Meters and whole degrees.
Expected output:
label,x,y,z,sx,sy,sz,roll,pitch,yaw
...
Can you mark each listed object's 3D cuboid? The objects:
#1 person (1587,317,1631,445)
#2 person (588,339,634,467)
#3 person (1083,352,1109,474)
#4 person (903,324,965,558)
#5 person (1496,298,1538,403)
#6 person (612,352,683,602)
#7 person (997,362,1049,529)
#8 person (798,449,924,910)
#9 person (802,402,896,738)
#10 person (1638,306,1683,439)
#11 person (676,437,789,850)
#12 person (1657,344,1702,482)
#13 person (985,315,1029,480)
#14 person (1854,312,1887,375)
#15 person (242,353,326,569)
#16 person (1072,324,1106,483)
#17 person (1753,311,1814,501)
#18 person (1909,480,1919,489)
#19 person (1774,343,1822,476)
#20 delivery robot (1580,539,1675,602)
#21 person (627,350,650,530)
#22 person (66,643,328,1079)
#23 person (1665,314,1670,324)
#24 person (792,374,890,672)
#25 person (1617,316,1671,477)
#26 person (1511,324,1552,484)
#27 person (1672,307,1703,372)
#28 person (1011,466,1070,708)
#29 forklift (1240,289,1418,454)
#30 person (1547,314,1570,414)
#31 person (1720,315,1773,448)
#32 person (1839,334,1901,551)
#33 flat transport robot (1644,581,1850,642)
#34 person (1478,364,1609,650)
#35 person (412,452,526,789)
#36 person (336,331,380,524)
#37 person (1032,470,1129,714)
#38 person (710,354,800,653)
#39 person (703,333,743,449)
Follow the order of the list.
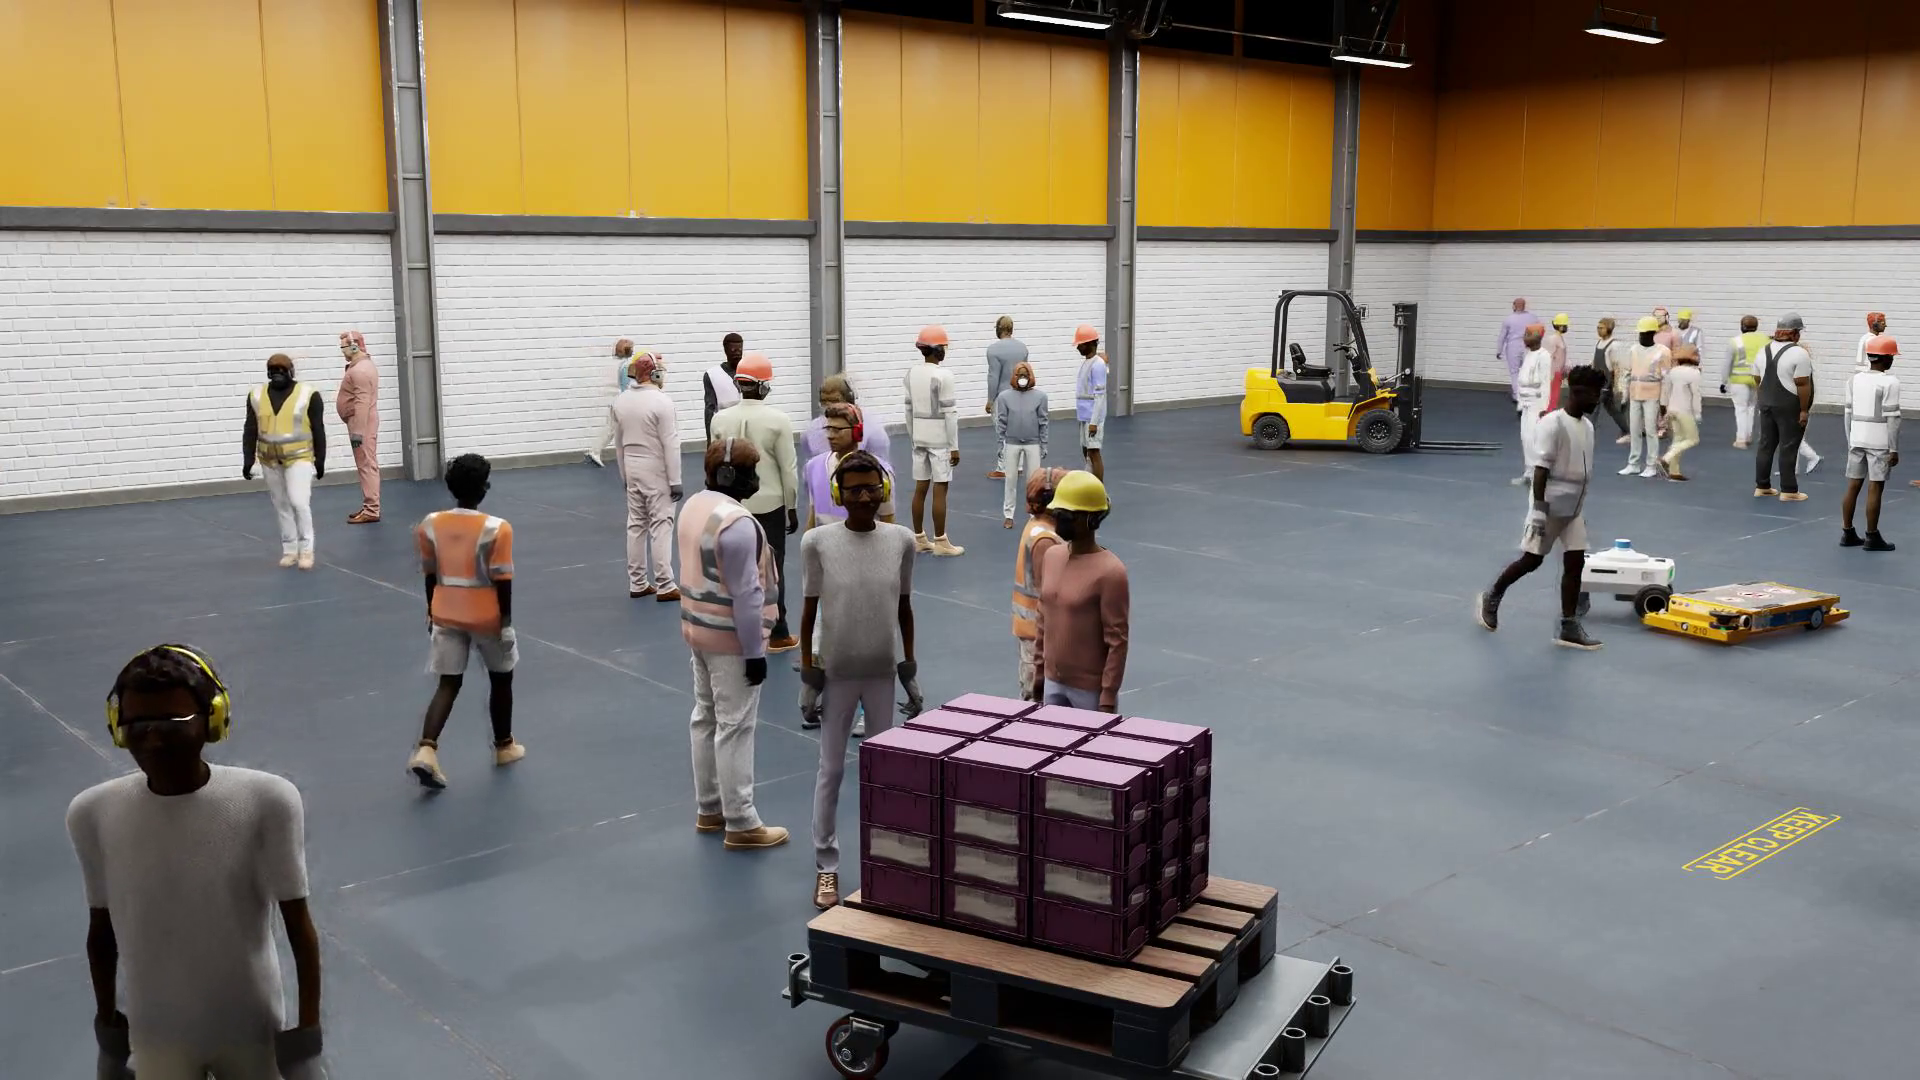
label,x,y,z,sx,sy,sz,roll,pitch,yaw
person,9.031,-2.205,23.172,0.963,1.804,0.518,0,10,-1
person,-4.285,-1.706,20.801,0.780,1.610,0.523,-6,11,-31
person,1.429,-1.156,17.498,0.268,1.630,0.507,1,10,3
person,-0.228,-0.867,14.596,0.364,2.048,0.608,-9,13,-43
person,10.016,-3.421,30.055,0.679,1.864,0.930,-1,10,-5
person,-2.347,-0.482,12.753,0.636,1.911,0.405,8,12,37
person,0.605,-0.911,16.087,0.502,1.627,0.277,1,10,3
person,-0.403,0.559,6.762,0.519,1.874,0.327,-3,10,-17
person,-0.596,0.157,9.190,0.564,1.846,0.393,6,11,32
person,10.055,-2.415,24.057,0.409,1.911,0.651,-9,13,-43
person,-1.028,0.456,7.464,0.430,1.841,0.624,-6,11,-30
person,8.367,-1.467,19.341,0.435,1.614,0.538,-2,10,-11
person,0.540,-1.677,19.654,0.629,1.940,0.379,-9,13,-43
person,12.275,-2.128,22.461,0.362,1.883,0.575,3,10,18
person,-5.699,-0.649,13.995,0.647,1.825,0.601,0,10,2
person,1.339,-1.283,17.382,0.368,1.929,0.542,-2,10,-10
person,8.969,-1.452,18.040,0.537,2.000,0.682,-4,10,-20
person,11.037,-1.520,18.741,0.355,1.936,0.633,2,10,14
person,10.000,-1.559,19.878,0.466,1.618,0.553,3,10,17
delivery robot,4.858,0.238,12.218,0.707,0.478,0.477,3,10,20
person,-3.056,-0.966,16.087,0.311,1.736,0.483,0,10,-2
person,-1.685,1.109,3.720,0.538,1.815,1.023,-2,10,-13
person,11.748,-2.970,27.930,0.319,1.697,0.533,-8,13,-40
person,-0.748,-0.097,10.537,0.656,1.887,0.957,3,10,18
person,8.192,-1.715,19.917,0.381,1.924,0.595,-5,11,-28
person,6.638,-1.537,19.108,0.442,1.862,0.676,0,10,-1
person,11.673,-2.858,26.939,0.612,1.812,0.431,7,12,37
person,0.403,0.460,8.016,0.315,1.640,0.514,0,10,-2
forklift,5.034,-2.339,22.783,2.313,2.155,1.214,3,10,16
person,9.148,-2.564,25.438,0.510,1.760,0.533,7,12,37
person,10.801,-2.183,22.940,0.661,1.823,0.595,0,10,-2
person,8.205,-0.871,14.943,0.355,1.938,0.545,-3,10,-20
flat transport robot,5.610,0.492,11.832,1.431,0.197,0.652,-6,11,-31
person,4.031,-0.251,11.385,0.683,1.918,0.907,-7,12,-34
person,-2.473,0.396,8.305,0.532,1.665,0.793,2,10,14
person,-5.956,-1.117,16.490,0.409,1.903,0.639,-3,10,-15
person,0.483,0.589,6.885,0.305,1.772,0.525,-7,12,-36
person,-1.352,-0.236,11.056,0.610,1.995,0.375,3,10,17
person,-2.141,-1.001,15.757,0.598,1.917,0.378,-7,12,-34
